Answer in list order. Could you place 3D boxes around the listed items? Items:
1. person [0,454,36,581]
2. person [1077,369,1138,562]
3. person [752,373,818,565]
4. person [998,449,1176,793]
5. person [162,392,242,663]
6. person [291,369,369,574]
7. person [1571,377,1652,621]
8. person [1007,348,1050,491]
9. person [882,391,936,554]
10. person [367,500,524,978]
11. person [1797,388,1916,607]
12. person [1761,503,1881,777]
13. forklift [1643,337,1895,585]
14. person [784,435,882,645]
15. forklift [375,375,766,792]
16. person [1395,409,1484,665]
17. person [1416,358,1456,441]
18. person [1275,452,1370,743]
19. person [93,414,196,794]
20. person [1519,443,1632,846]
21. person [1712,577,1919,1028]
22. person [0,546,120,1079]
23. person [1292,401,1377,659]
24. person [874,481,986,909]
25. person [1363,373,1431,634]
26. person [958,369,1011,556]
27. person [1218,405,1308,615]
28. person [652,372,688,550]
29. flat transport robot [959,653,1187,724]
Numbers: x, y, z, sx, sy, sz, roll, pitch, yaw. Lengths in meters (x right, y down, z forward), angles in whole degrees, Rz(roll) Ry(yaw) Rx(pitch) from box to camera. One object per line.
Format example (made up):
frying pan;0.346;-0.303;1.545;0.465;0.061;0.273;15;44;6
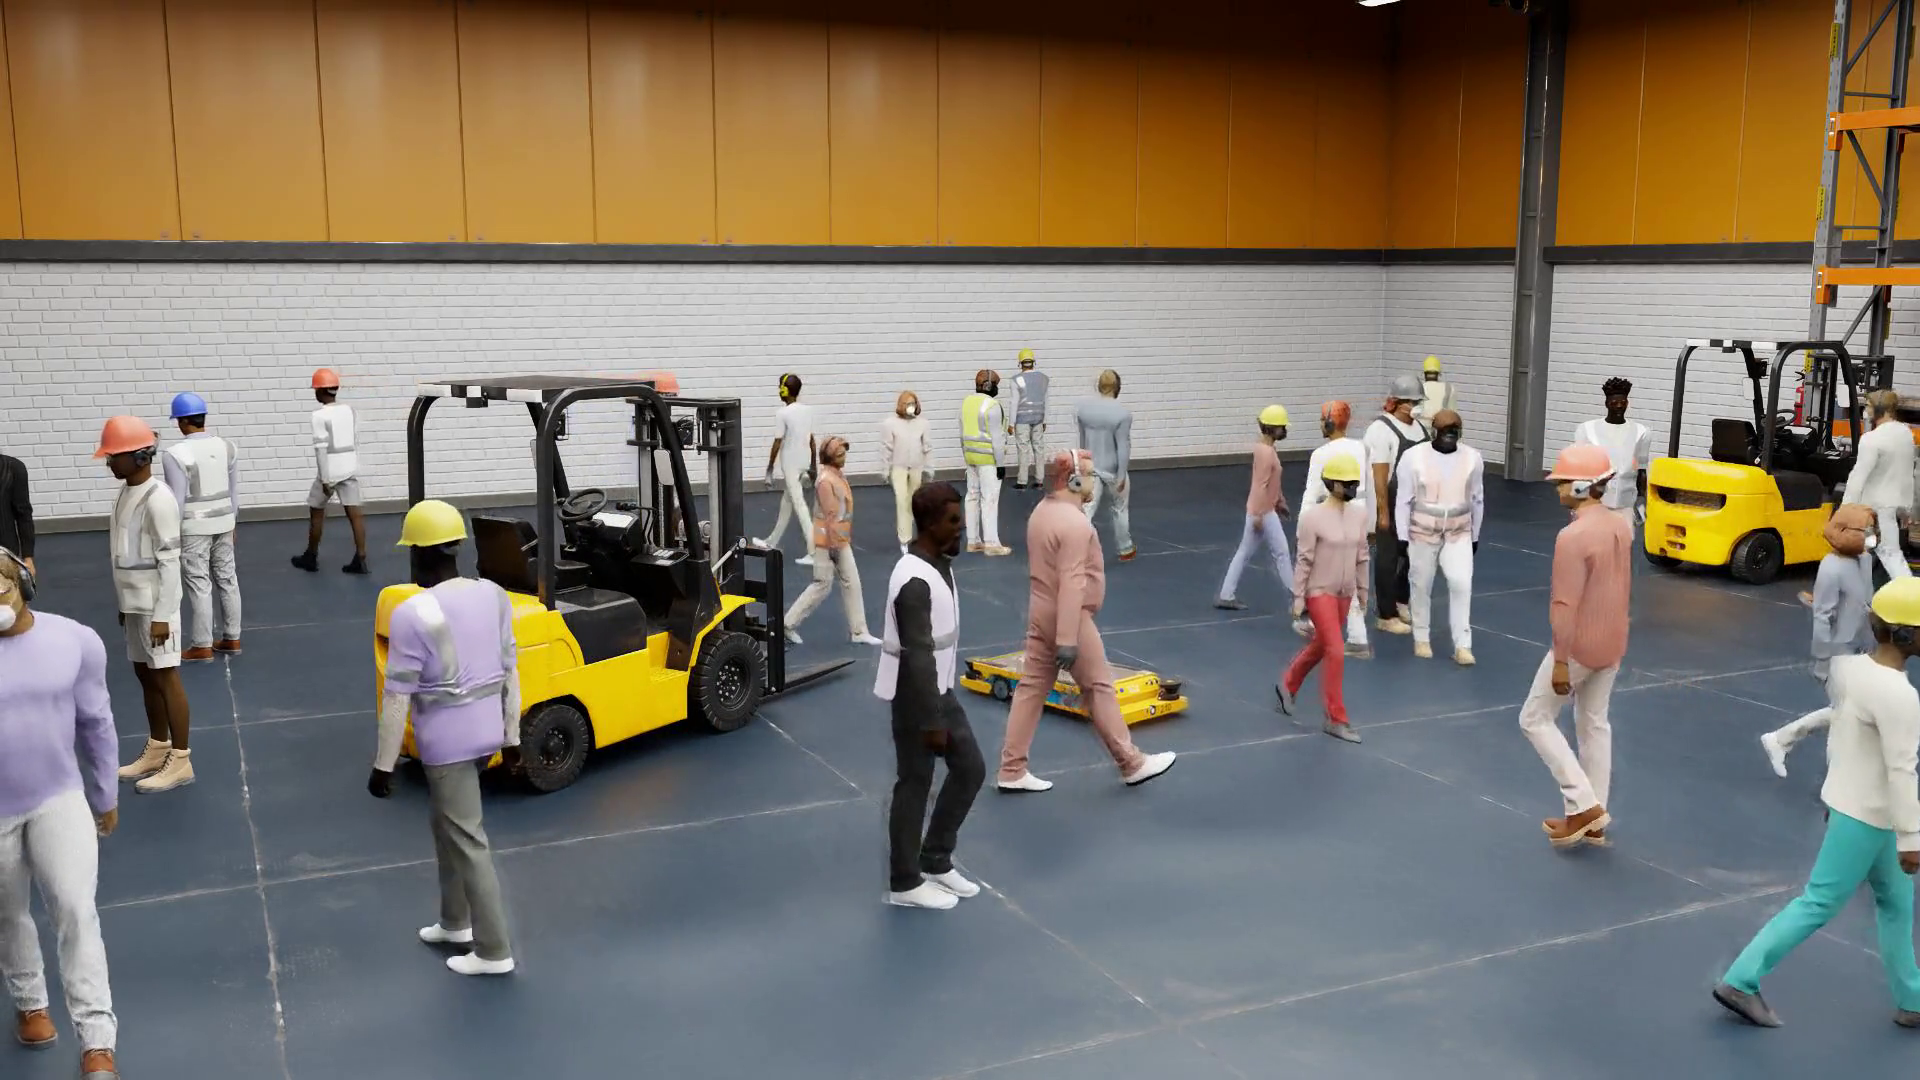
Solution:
person;-6.204;0.111;10.534;0.622;1.993;0.381;-4;10;-23
person;1.351;-0.666;15.734;0.622;1.895;1.029;6;11;35
person;-1.681;-0.680;15.966;0.941;1.822;0.555;6;11;32
person;0.648;0.440;8.895;0.995;1.855;0.674;-3;10;-18
person;-5.438;-0.091;11.942;0.389;1.946;0.603;4;10;23
person;-5.884;-0.635;15.460;0.916;1.899;0.555;5;11;29
person;5.199;-0.322;13.310;0.606;1.966;0.367;1;9;4
person;0.864;-1.532;21.255;0.587;1.826;0.404;-5;10;-29
person;-0.484;-0.664;16.507;0.521;1.609;0.636;-4;10;-23
person;-2.077;0.788;6.603;0.727;1.900;0.593;3;10;20
person;7.218;-0.258;13.177;0.655;1.880;1.039;-7;12;-37
person;4.571;0.592;8.736;0.510;1.613;0.591;-8;12;-41
forklift;7.551;-0.789;15.507;2.313;2.155;1.214;-4;10;-25
person;-0.999;0.011;12.362;0.758;1.606;0.528;1;9;9
forklift;-2.268;0.149;9.685;1.214;2.155;2.313;6;11;32
person;3.428;-0.012;11.848;0.645;1.814;0.787;1;9;5
person;5.564;-1.276;19.803;0.612;1.783;0.919;1;9;8
person;2.215;0.307;10.183;0.531;1.735;0.840;-6;11;-31
person;-4.407;0.340;8.976;0.607;2.041;0.377;9;13;43
person;3.010;0.515;8.076;0.638;1.977;0.432;-8;12;-39
person;3.249;0.972;6.051;0.900;1.725;0.537;3;10;16
person;-3.197;0.946;5.702;0.639;1.874;1.041;-7;11;-35
person;2.726;-0.092;12.227;0.617;1.850;0.900;-7;11;-36
person;-0.086;0.689;7.225;0.556;1.899;0.631;2;9;9
person;3.421;-0.288;12.869;0.690;2.000;0.537;-7;11;-36
person;0.257;-0.767;16.479;0.430;1.838;0.619;-7;11;-35
person;2.546;-0.241;13.586;0.894;1.719;0.530;1;9;6
person;-2.716;-0.599;15.286;0.944;1.887;0.557;0;9;2
flat transport robot;0.712;0.928;10.799;0.652;0.197;1.431;-8;12;-42
